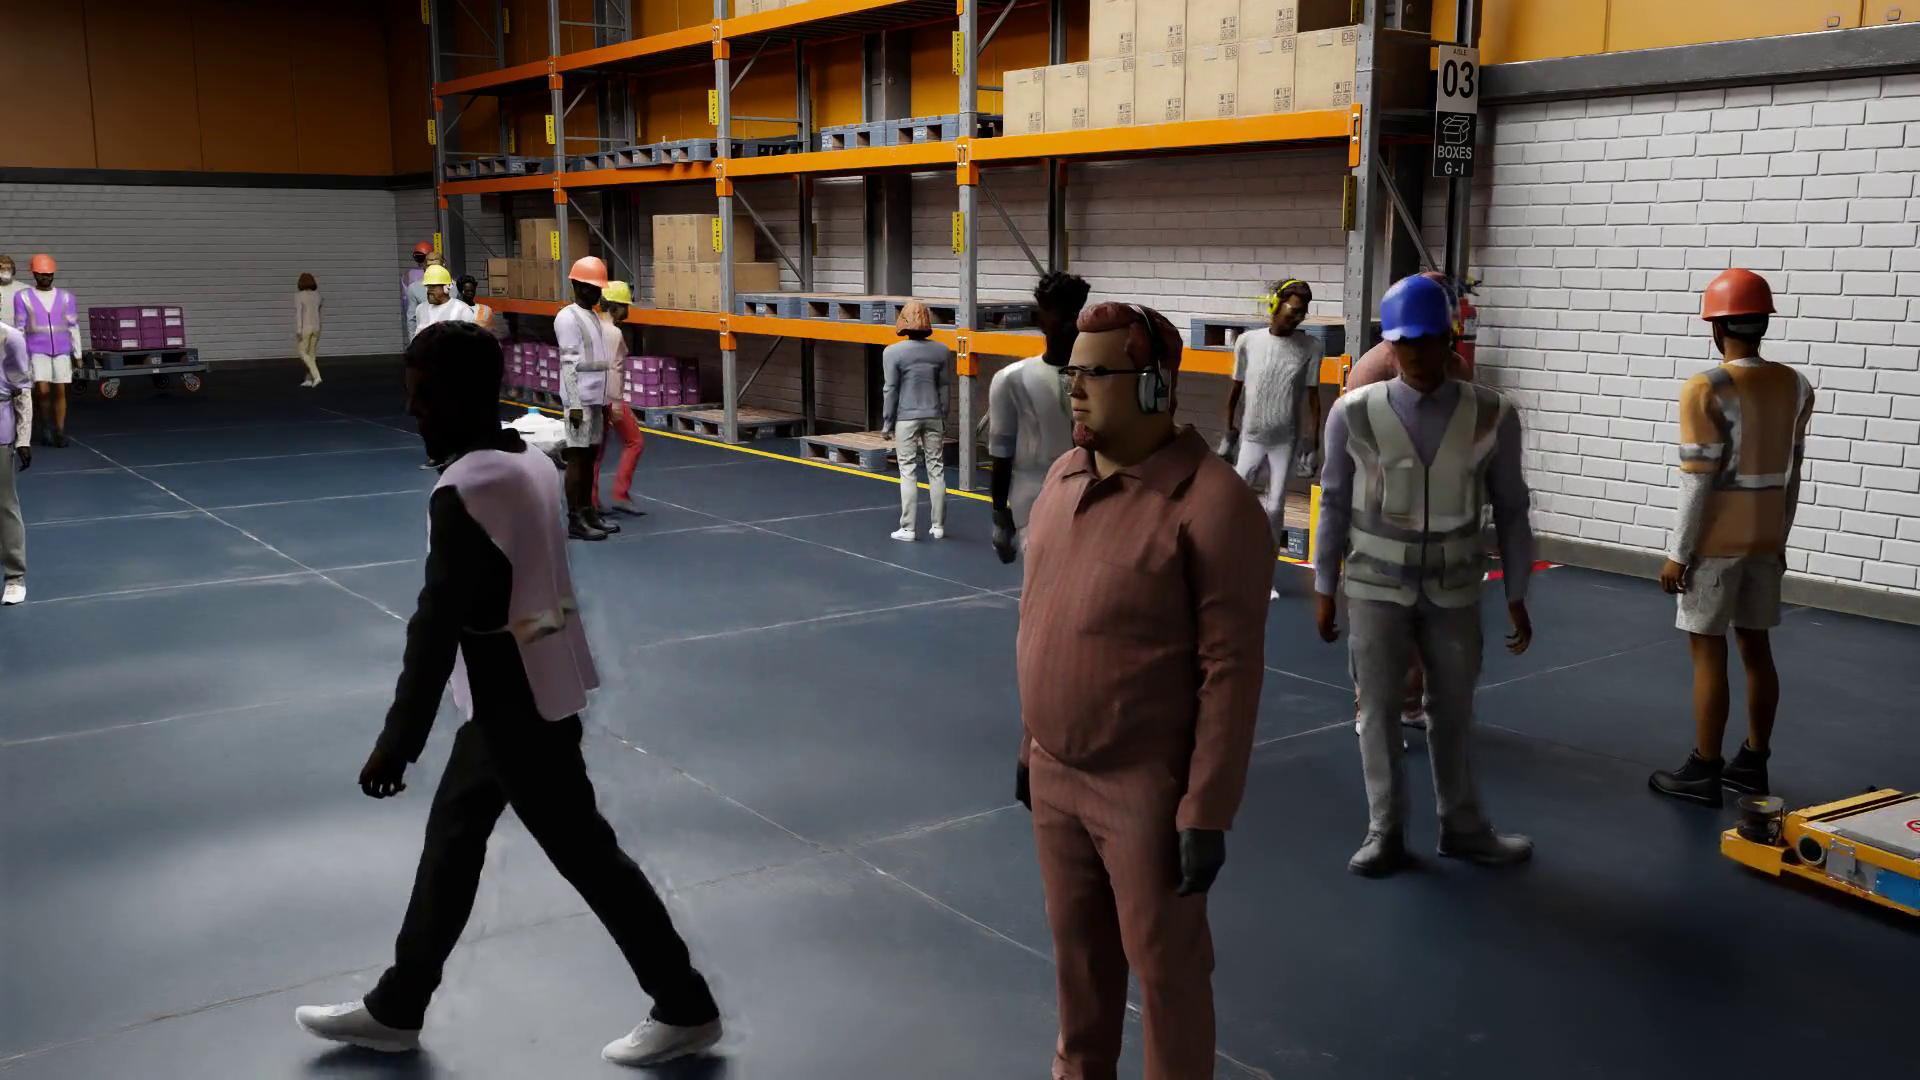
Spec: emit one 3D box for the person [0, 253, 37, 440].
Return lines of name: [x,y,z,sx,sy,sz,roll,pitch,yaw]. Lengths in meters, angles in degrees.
person: [-9.867,-2.003,17.244,0.641,1.921,0.637,-8,13,-39]

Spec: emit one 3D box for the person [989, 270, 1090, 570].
person: [0.409,-0.144,6.842,0.608,1.928,0.974,-2,10,-13]

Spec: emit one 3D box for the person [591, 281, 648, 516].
person: [-2.550,-1.026,12.251,0.551,1.737,0.549,-7,12,-33]

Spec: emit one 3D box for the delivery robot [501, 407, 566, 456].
delivery robot: [-3.817,-0.952,14.922,0.707,0.478,0.477,-5,11,-24]

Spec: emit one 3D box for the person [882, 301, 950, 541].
person: [-0.298,-0.806,11.344,0.500,1.633,0.286,-5,11,-24]

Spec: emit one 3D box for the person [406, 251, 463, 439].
person: [-5.406,-2.014,17.256,0.630,1.940,0.372,-2,10,-13]

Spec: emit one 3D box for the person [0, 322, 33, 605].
person: [-5.489,-0.584,9.277,0.589,1.928,0.386,-1,10,-7]

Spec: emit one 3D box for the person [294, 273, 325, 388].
person: [-9.154,-2.929,23.348,0.729,1.592,0.544,6,12,31]

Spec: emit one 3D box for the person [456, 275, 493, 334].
person: [-5.062,-1.883,17.199,0.535,1.697,0.318,-7,13,-36]

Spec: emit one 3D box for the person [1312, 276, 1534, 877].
person: [1.496,0.147,5.223,0.763,1.929,0.453,1,10,5]

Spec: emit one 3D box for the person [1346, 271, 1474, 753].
person: [1.843,-0.117,6.708,0.643,1.913,0.410,-7,12,-36]

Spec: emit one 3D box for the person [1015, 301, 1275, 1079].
person: [0.313,0.475,3.400,0.406,1.911,0.639,-7,12,-35]

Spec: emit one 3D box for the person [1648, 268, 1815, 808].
person: [2.760,-0.003,6.003,0.548,1.934,0.376,-4,11,-20]

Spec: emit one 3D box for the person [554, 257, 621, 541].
person: [-2.547,-0.967,11.422,0.374,1.929,0.542,1,10,8]

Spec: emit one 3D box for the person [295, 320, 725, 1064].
person: [-1.088,0.402,4.011,1.081,1.851,0.587,-1,10,-3]

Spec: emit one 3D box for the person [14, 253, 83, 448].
person: [-8.984,-1.859,16.434,0.570,1.922,0.404,-9,13,-41]

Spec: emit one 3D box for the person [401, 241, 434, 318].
person: [-6.981,-2.879,21.809,0.606,2.044,0.374,1,10,7]

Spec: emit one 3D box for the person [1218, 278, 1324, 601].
person: [1.735,-0.556,9.392,0.603,1.829,0.451,2,10,12]

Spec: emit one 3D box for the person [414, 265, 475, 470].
person: [-4.598,-1.523,14.803,0.601,1.830,0.403,3,11,17]

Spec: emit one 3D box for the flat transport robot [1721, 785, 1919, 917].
flat transport robot: [3.111,1.017,4.952,0.652,0.197,1.431,-5,12,-28]
